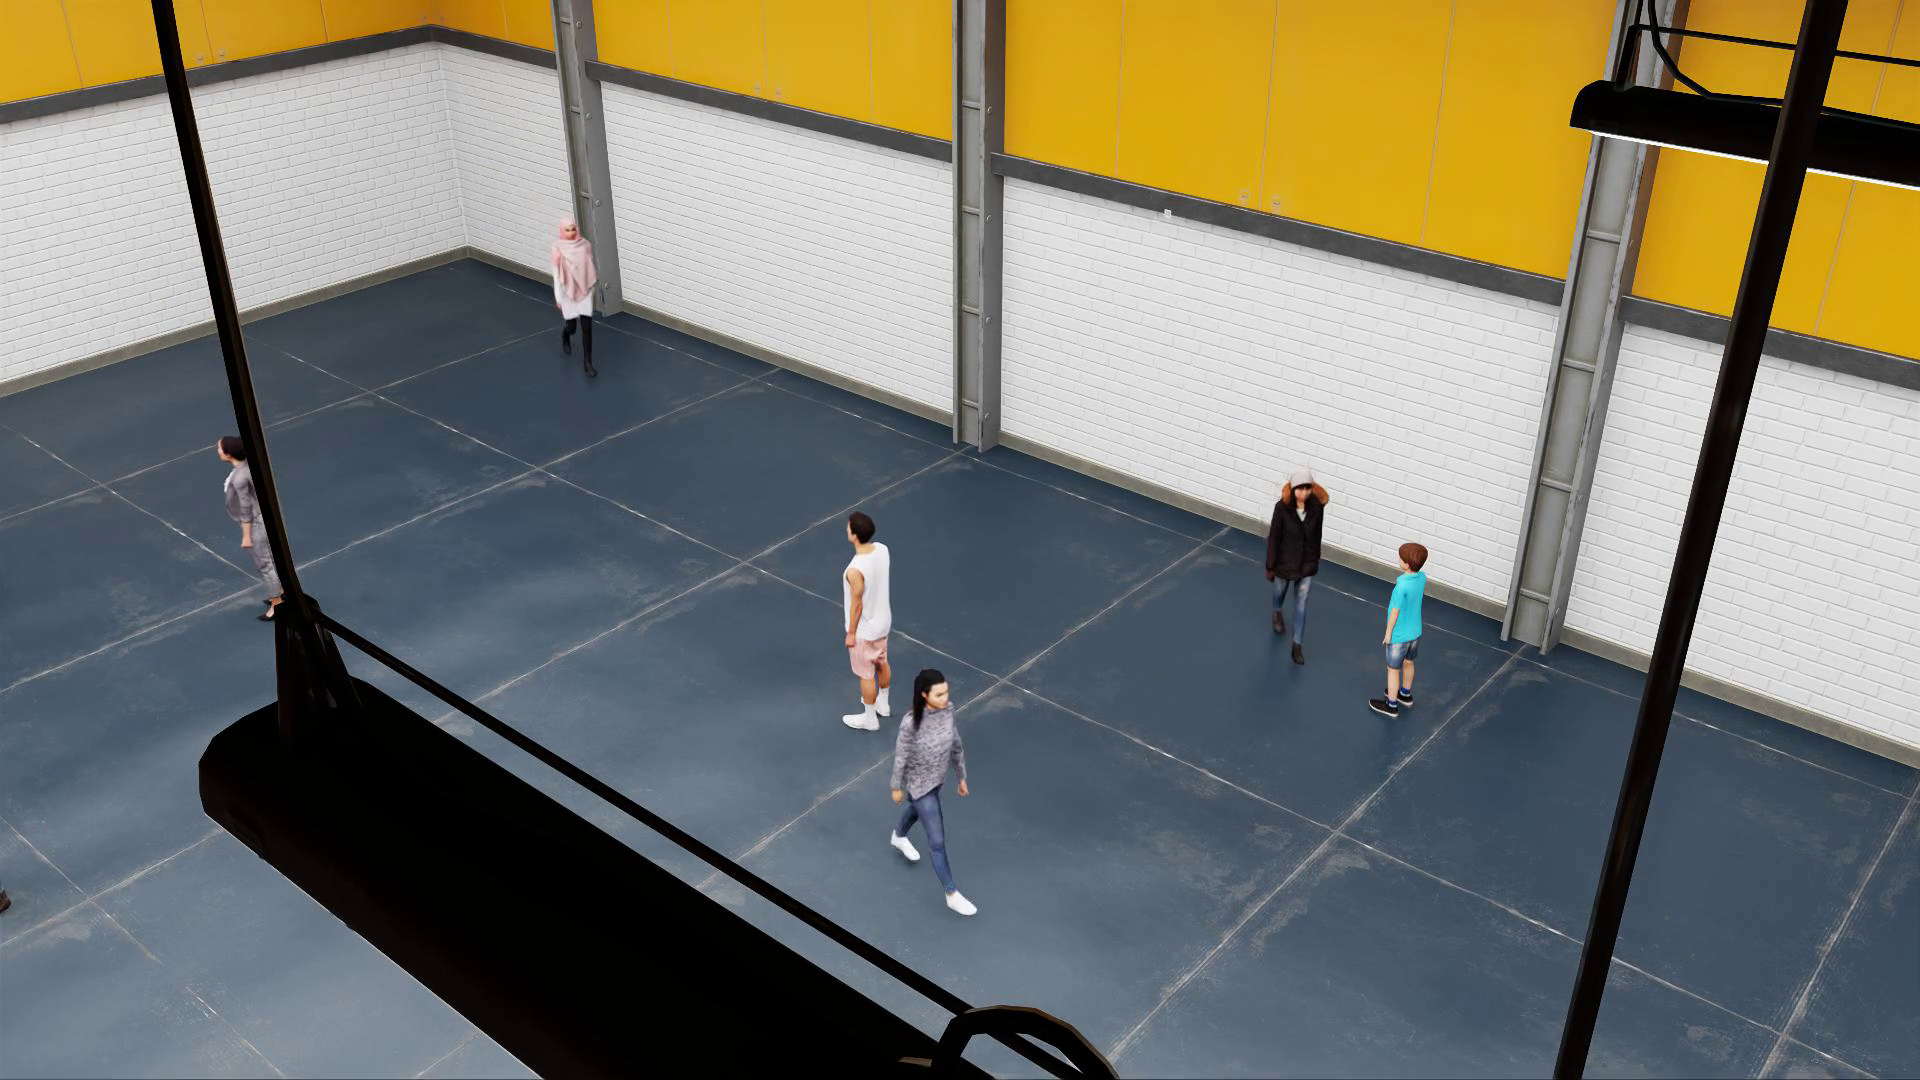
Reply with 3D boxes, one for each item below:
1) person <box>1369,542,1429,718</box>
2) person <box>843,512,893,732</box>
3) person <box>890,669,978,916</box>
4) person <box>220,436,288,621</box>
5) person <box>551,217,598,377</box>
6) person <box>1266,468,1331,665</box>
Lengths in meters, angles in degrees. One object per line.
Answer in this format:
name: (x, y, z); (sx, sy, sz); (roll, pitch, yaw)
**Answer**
person: (3.402, 0.661, 12.696); (0.535, 1.450, 0.515); (-24, 36, -36)
person: (-0.678, 0.611, 12.435); (0.637, 1.788, 0.677); (15, 32, 25)
person: (-0.270, 1.538, 10.851); (0.713, 1.678, 1.211); (-25, 37, -37)
person: (-5.869, -0.117, 13.885); (0.772, 1.677, 0.705); (-4, 29, -7)
person: (-4.315, -2.742, 18.580); (0.811, 1.790, 1.026); (-17, 33, -28)
person: (2.691, 0.133, 13.511); (1.069, 1.595, 1.106); (-1, 29, -2)
